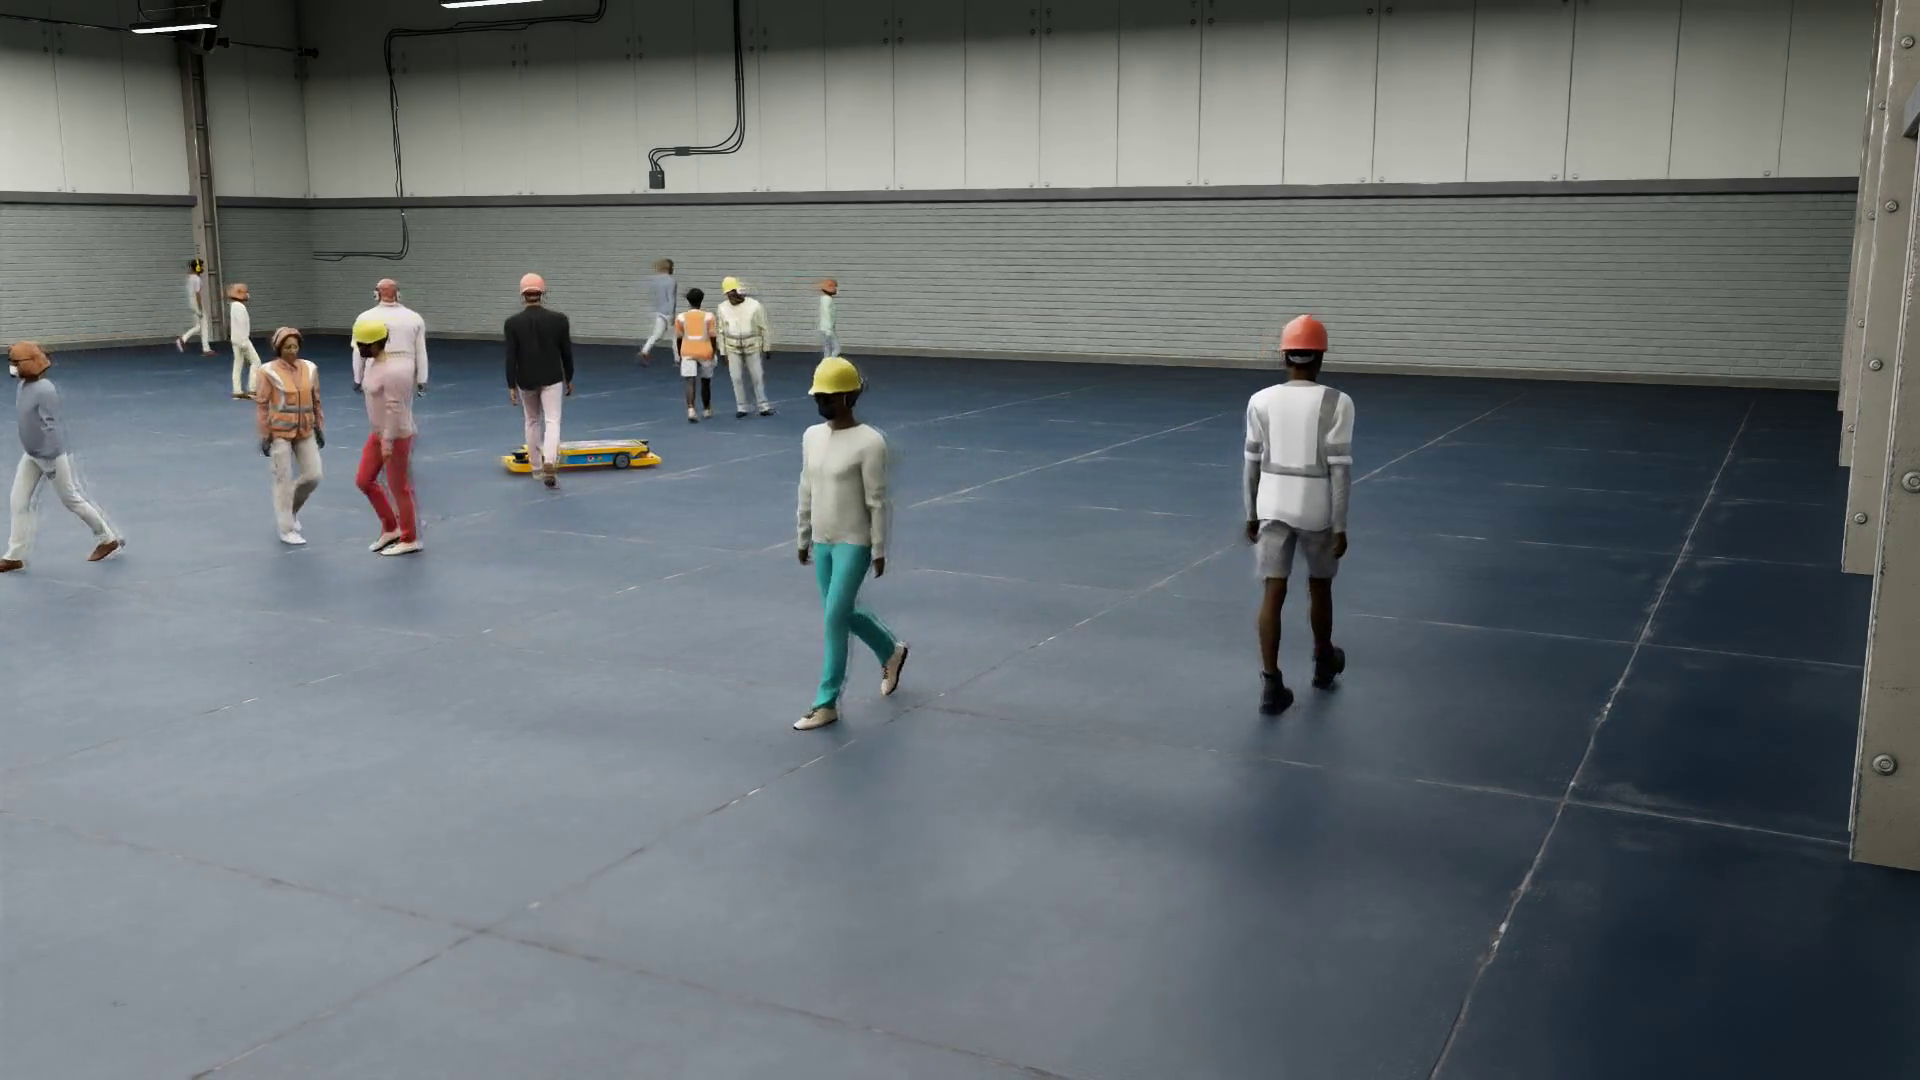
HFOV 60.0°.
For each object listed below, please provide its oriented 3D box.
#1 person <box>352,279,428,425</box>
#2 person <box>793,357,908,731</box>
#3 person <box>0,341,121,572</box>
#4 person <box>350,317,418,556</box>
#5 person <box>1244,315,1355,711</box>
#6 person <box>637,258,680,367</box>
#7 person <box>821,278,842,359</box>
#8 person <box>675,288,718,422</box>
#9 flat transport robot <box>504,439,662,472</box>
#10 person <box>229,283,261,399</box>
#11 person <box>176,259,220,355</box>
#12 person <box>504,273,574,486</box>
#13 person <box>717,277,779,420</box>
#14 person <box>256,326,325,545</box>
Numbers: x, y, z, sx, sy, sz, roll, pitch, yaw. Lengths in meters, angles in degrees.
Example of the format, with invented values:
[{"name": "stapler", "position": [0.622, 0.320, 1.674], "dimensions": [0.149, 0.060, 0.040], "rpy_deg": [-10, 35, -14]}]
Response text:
[{"name": "person", "position": [-5.528, -1.563, 16.040], "dimensions": [0.651, 1.870, 0.919], "rpy_deg": [-8, 13, -38]}, {"name": "person", "position": [-0.523, -0.014, 7.942], "dimensions": [0.534, 1.737, 0.790], "rpy_deg": [9, 14, 42]}, {"name": "person", "position": [-6.306, -0.590, 11.509], "dimensions": [0.506, 1.587, 0.856], "rpy_deg": [8, 13, 37]}, {"name": "person", "position": [-4.103, -0.729, 11.856], "dimensions": [0.456, 1.723, 0.596], "rpy_deg": [-8, 13, -38]}, {"name": "person", "position": [1.692, -0.153, 8.250], "dimensions": [0.561, 1.895, 0.963], "rpy_deg": [5, 12, 26]}, {"name": "person", "position": [-5.190, -3.958, 29.024], "dimensions": [0.940, 1.908, 0.636], "rpy_deg": [-9, 14, -42]}, {"name": "person", "position": [-1.994, -3.266, 25.959], "dimensions": [0.362, 1.620, 0.533], "rpy_deg": [-1, 10, -4]}, {"name": "person", "position": [-3.268, -2.290, 20.620], "dimensions": [0.534, 1.647, 0.899], "rpy_deg": [-1, 10, -3]}, {"name": "flat transport robot", "position": [-3.743, -0.848, 16.496], "dimensions": [1.431, 0.197, 0.652], "rpy_deg": [-4, 11, -23]}, {"name": "person", "position": [-10.001, -2.790, 23.384], "dimensions": [0.557, 1.614, 0.523], "rpy_deg": [-7, 13, -35]}, {"name": "person", "position": [-14.609, -4.438, 31.763], "dimensions": [0.668, 1.855, 0.531], "rpy_deg": [-9, 14, -41]}, {"name": "person", "position": [-3.888, -1.486, 15.385], "dimensions": [0.607, 1.957, 0.948], "rpy_deg": [-2, 11, -10]}, {"name": "person", "position": [-2.662, -2.380, 20.735], "dimensions": [0.717, 1.786, 0.459], "rpy_deg": [-1, 10, -3]}, {"name": "person", "position": [-5.025, -0.780, 12.423], "dimensions": [0.425, 1.622, 0.537], "rpy_deg": [7, 13, 34]}]
